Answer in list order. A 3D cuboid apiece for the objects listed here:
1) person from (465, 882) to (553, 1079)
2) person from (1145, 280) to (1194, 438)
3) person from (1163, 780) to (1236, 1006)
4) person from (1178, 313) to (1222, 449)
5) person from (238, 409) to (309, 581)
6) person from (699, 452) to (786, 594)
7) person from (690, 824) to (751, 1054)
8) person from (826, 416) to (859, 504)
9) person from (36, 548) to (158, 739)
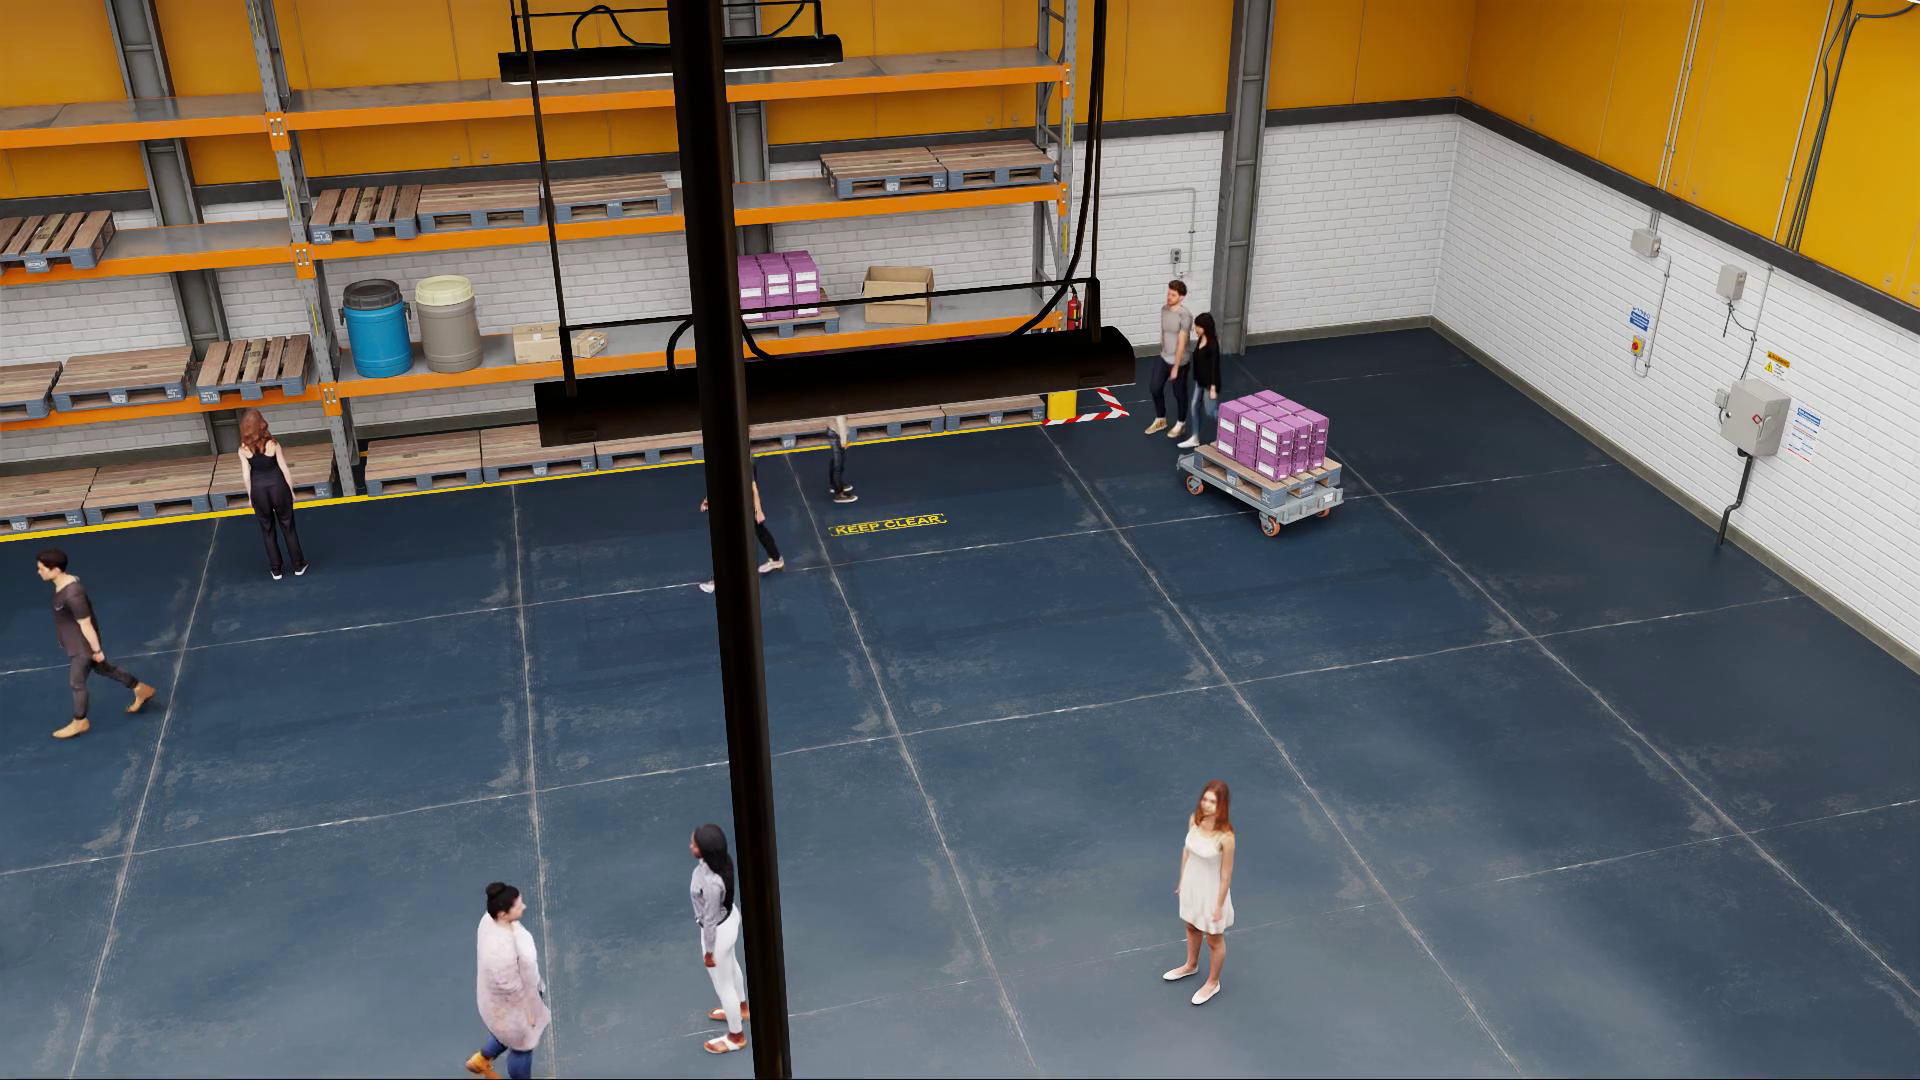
[{"bbox_3d":[-2.813,2.771,10.101,0.786,1.733,0.678,-9,30,-17],"label":"person"},{"bbox_3d":[2.487,-2.059,18.805,0.839,1.877,0.781,-23,36,-36],"label":"person"},{"bbox_3d":[1.626,2.298,10.988,0.628,1.713,0.629,-18,34,-30],"label":"person"},{"bbox_3d":[2.833,-1.763,18.530,0.947,1.622,0.595,-10,30,-17],"label":"person"},{"bbox_3d":[-6.632,-0.445,15.981,0.465,1.747,0.651,-9,30,-16],"label":"person"},{"bbox_3d":[-1.990,-0.347,15.844,1.251,1.707,0.863,-15,32,-26],"label":"person"},{"bbox_3d":[-1.532,2.503,10.603,0.576,1.722,0.628,-1,29,-2],"label":"person"},{"bbox_3d":[-1.294,-1.113,17.504,0.506,1.462,0.567,-7,29,-12],"label":"person"},{"bbox_3d":[-7.181,0.794,13.768,1.153,1.691,0.857,-17,33,-28],"label":"person"}]
